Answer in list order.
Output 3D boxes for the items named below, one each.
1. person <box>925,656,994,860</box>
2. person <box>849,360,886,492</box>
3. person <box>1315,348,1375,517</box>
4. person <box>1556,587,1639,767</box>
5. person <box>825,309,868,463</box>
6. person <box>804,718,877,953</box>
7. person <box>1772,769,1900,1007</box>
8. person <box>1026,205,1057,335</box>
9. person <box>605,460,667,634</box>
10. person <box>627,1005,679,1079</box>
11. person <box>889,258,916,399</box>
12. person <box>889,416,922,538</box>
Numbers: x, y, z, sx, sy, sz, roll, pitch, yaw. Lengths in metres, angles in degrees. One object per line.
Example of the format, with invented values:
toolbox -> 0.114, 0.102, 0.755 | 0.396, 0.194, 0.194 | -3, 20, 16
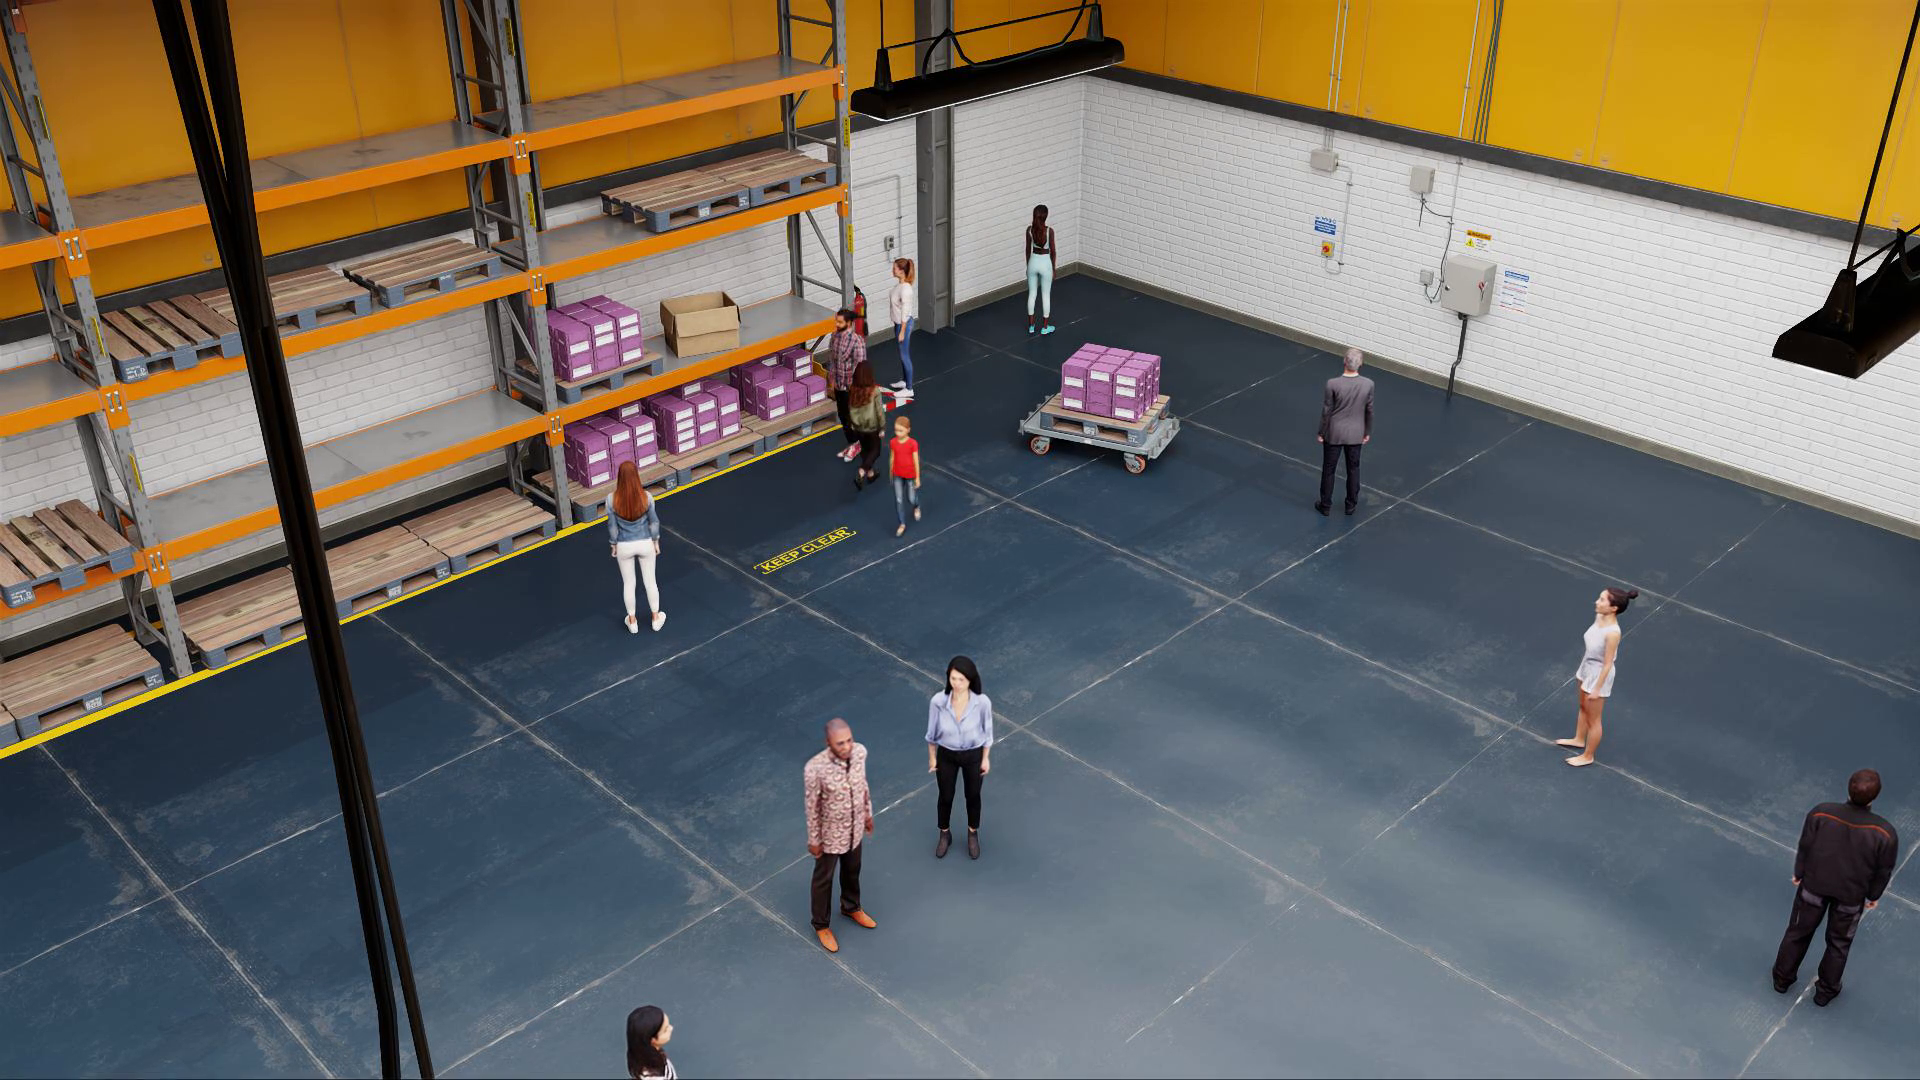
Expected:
person -> 0.009, 1.613, 12.318 | 0.731, 1.743, 0.775 | 2, 29, 3
person -> -1.026, -1.200, 17.768 | 0.737, 1.461, 0.927 | 14, 32, 24
person -> 3.979, -1.126, 17.237 | 0.786, 1.839, 0.858 | -1, 29, -2
person -> 5.148, 1.081, 13.437 | 0.724, 1.605, 0.660 | 1, 29, 2
person -> -1.185, -1.746, 18.467 | 0.700, 1.751, 0.604 | 25, 37, 38
person -> -0.842, 1.991, 11.557 | 0.542, 1.807, 0.752 | -23, 36, -35
person -> 5.774, 2.286, 10.983 | 0.763, 1.839, 0.655 | 17, 33, 28
person -> 1.047, -3.557, 21.815 | 0.646, 1.724, 0.662 | 9, 30, 17
person -> -2.970, 0.067, 15.196 | 0.644, 1.701, 0.751 | -5, 29, -10
person -> -1.668, 3.277, 9.212 | 0.593, 1.796, 0.648 | -14, 32, -24
person -> -0.680, -2.568, 20.006 | 0.725, 1.720, 0.689 | -3, 29, -6
person -> -0.536, -0.680, 16.988 | 0.646, 1.296, 0.752 | 9, 30, 16
